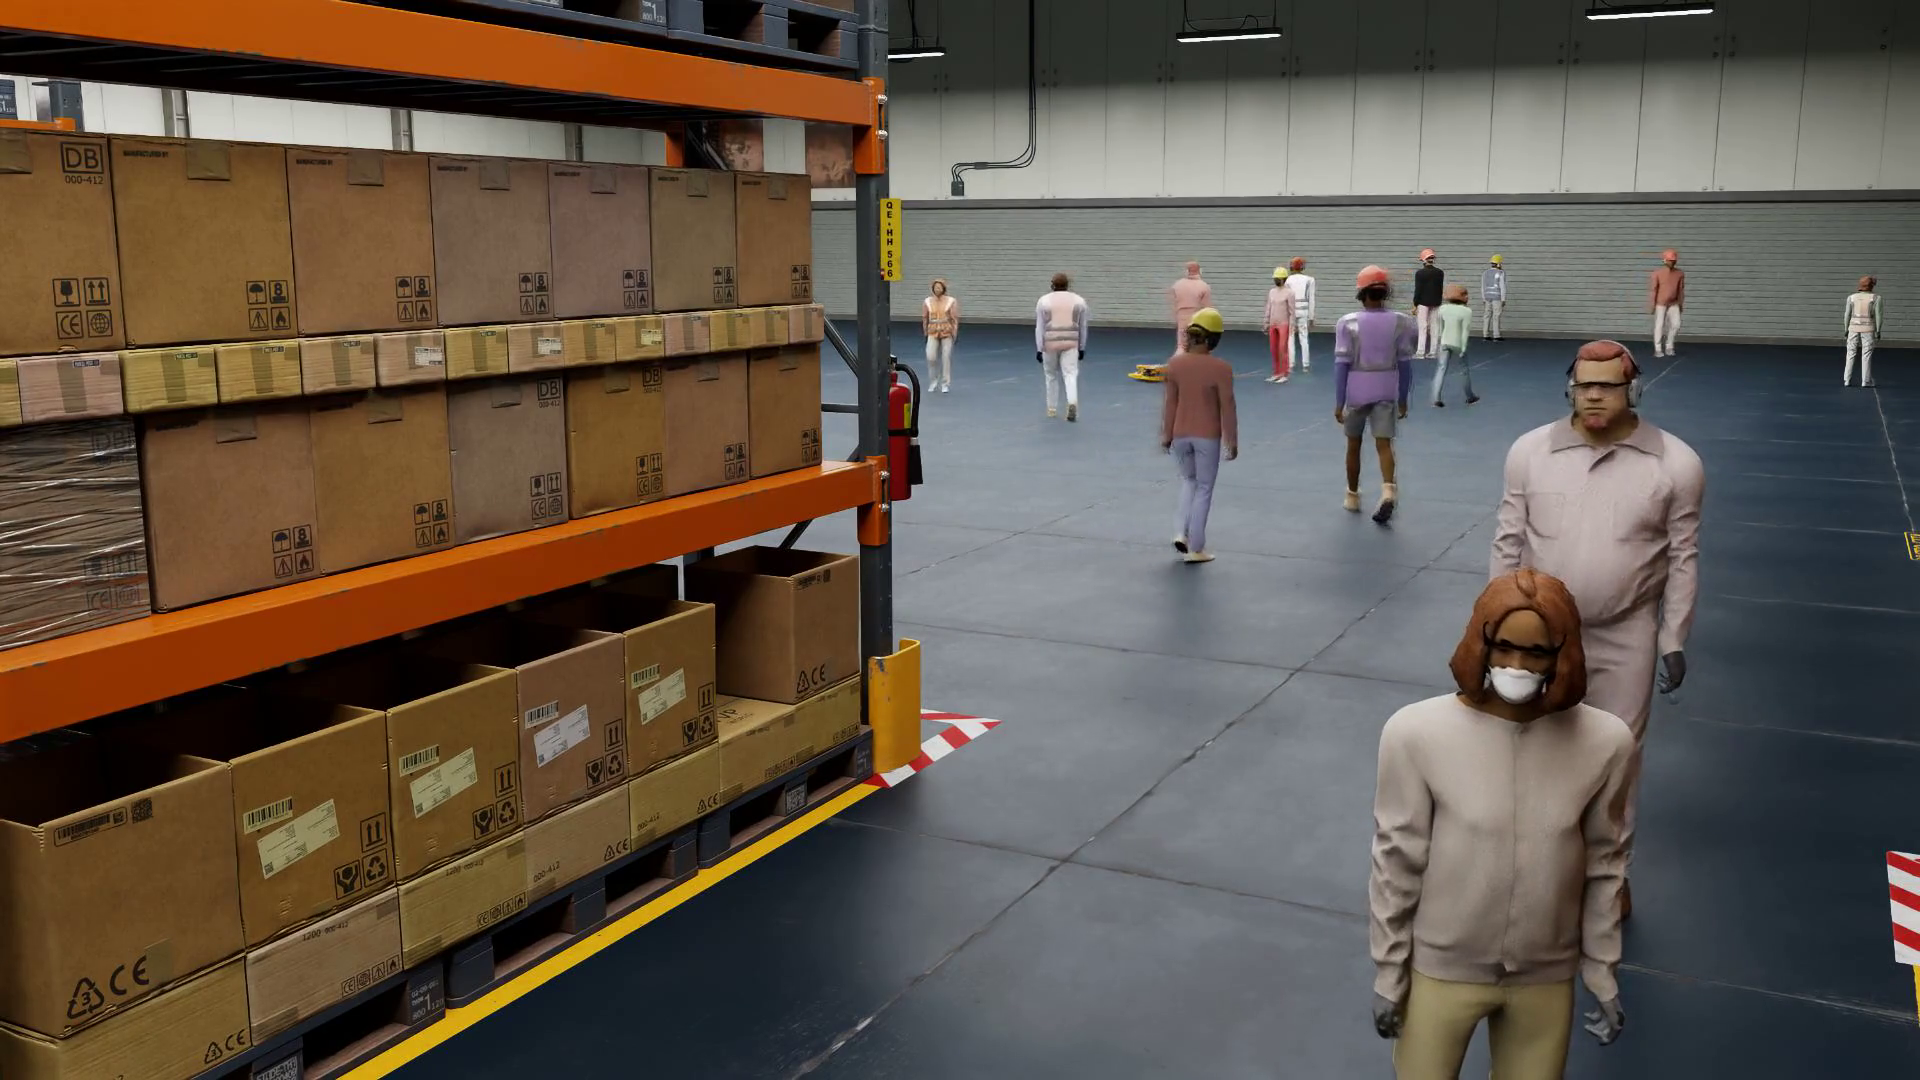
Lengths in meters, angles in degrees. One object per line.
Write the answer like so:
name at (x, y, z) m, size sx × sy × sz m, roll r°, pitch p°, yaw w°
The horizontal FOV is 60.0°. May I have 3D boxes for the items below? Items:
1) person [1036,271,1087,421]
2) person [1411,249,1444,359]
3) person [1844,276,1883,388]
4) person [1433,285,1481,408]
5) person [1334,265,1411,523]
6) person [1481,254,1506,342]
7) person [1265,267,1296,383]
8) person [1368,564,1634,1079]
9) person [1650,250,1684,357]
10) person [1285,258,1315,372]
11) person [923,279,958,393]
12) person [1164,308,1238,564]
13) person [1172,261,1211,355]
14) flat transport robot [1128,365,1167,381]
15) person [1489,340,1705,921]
person at (1.239, -2.360, 20.260) m, size 0.633 × 1.812 × 0.881 m, roll -1°, pitch 10°, yaw -4°
person at (8.497, -4.286, 30.263) m, size 0.608 × 1.987 × 0.388 m, roll -4°, pitch 11°, yaw -22°
person at (13.350, -3.074, 24.606) m, size 0.312 × 1.637 × 0.523 m, roll -9°, pitch 14°, yaw -41°
person at (6.504, -2.534, 21.794) m, size 0.859 × 1.587 × 0.507 m, roll -9°, pitch 14°, yaw -42°
person at (3.256, -1.156, 13.130) m, size 0.612 × 2.013 × 0.980 m, roll 0°, pitch 10°, yaw 1°
person at (11.309, -5.110, 35.175) m, size 0.403 × 1.835 × 0.588 m, roll -7°, pitch 12°, yaw -32°
person at (4.881, -3.292, 25.452) m, size 0.321 × 1.767 × 0.534 m, roll -8°, pitch 13°, yaw -36°
person at (1.034, 0.849, 3.223) m, size 0.498 × 1.633 × 0.282 m, roll 0°, pitch 10°, yaw -1°
person at (13.023, -4.342, 30.591) m, size 0.662 × 1.970 × 0.572 m, roll 0°, pitch 10°, yaw -2°
person at (5.549, -3.681, 27.323) m, size 0.658 × 1.870 × 0.340 m, roll -1°, pitch 10°, yaw -4°
person at (-0.284, -2.892, 23.666) m, size 0.524 × 1.622 × 0.523 m, roll 2°, pitch 11°, yaw 10°
person at (1.658, -0.709, 11.398) m, size 0.544 × 1.749 × 0.396 m, roll 10°, pitch 14°, yaw 42°
person at (3.437, -3.226, 24.808) m, size 0.636 × 1.871 × 0.786 m, roll 7°, pitch 12°, yaw 32°
flat transport robot at (3.398, -2.615, 25.830) m, size 1.431 × 0.197 × 0.652 m, roll -4°, pitch 11°, yaw -21°
person at (2.062, 0.298, 5.485) m, size 0.650 × 1.906 × 0.403 m, roll 5°, pitch 12°, yaw 27°
